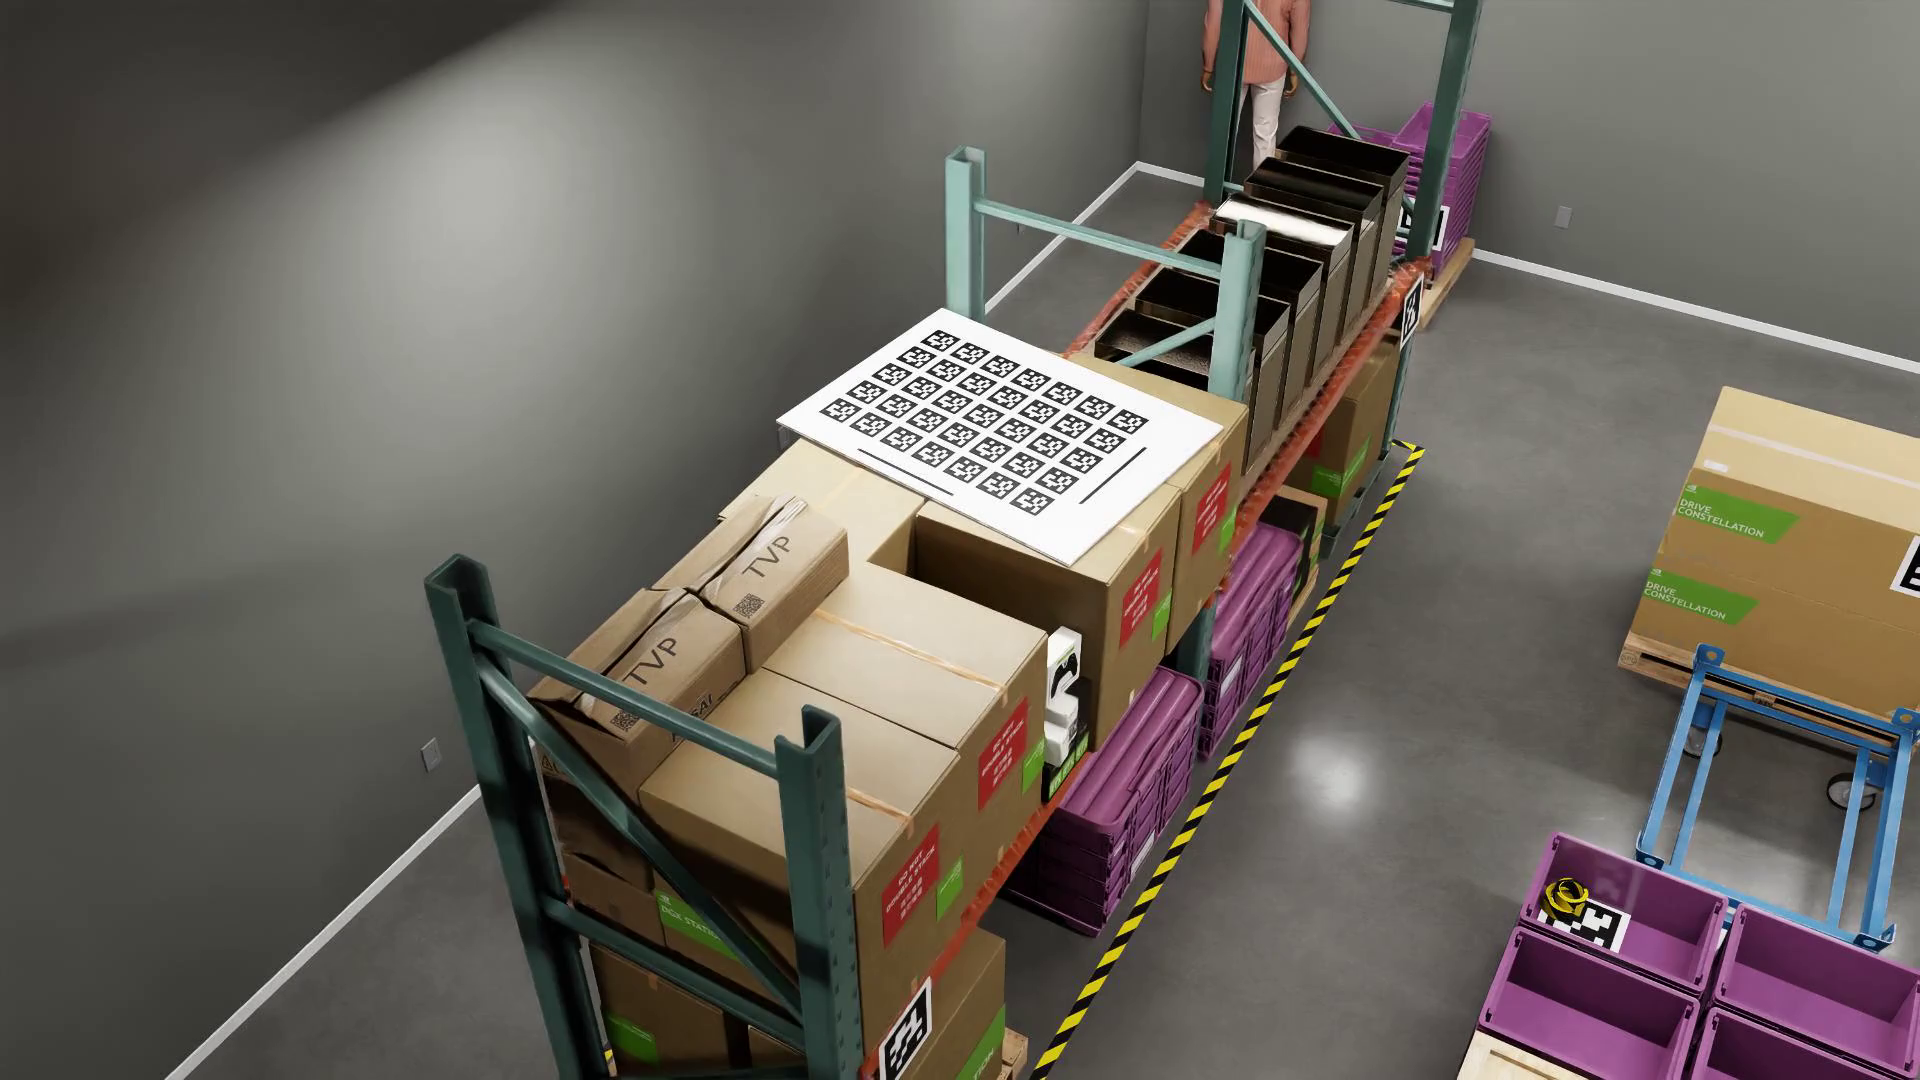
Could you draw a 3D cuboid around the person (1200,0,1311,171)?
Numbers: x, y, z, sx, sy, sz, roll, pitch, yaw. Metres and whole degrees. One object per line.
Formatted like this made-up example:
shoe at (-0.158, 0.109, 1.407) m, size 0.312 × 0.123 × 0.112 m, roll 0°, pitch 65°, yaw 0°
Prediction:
person at (1.742, -2.832, 9.929) m, size 0.619 × 1.994 × 0.381 m, roll 4°, pitch 40°, yaw 5°
